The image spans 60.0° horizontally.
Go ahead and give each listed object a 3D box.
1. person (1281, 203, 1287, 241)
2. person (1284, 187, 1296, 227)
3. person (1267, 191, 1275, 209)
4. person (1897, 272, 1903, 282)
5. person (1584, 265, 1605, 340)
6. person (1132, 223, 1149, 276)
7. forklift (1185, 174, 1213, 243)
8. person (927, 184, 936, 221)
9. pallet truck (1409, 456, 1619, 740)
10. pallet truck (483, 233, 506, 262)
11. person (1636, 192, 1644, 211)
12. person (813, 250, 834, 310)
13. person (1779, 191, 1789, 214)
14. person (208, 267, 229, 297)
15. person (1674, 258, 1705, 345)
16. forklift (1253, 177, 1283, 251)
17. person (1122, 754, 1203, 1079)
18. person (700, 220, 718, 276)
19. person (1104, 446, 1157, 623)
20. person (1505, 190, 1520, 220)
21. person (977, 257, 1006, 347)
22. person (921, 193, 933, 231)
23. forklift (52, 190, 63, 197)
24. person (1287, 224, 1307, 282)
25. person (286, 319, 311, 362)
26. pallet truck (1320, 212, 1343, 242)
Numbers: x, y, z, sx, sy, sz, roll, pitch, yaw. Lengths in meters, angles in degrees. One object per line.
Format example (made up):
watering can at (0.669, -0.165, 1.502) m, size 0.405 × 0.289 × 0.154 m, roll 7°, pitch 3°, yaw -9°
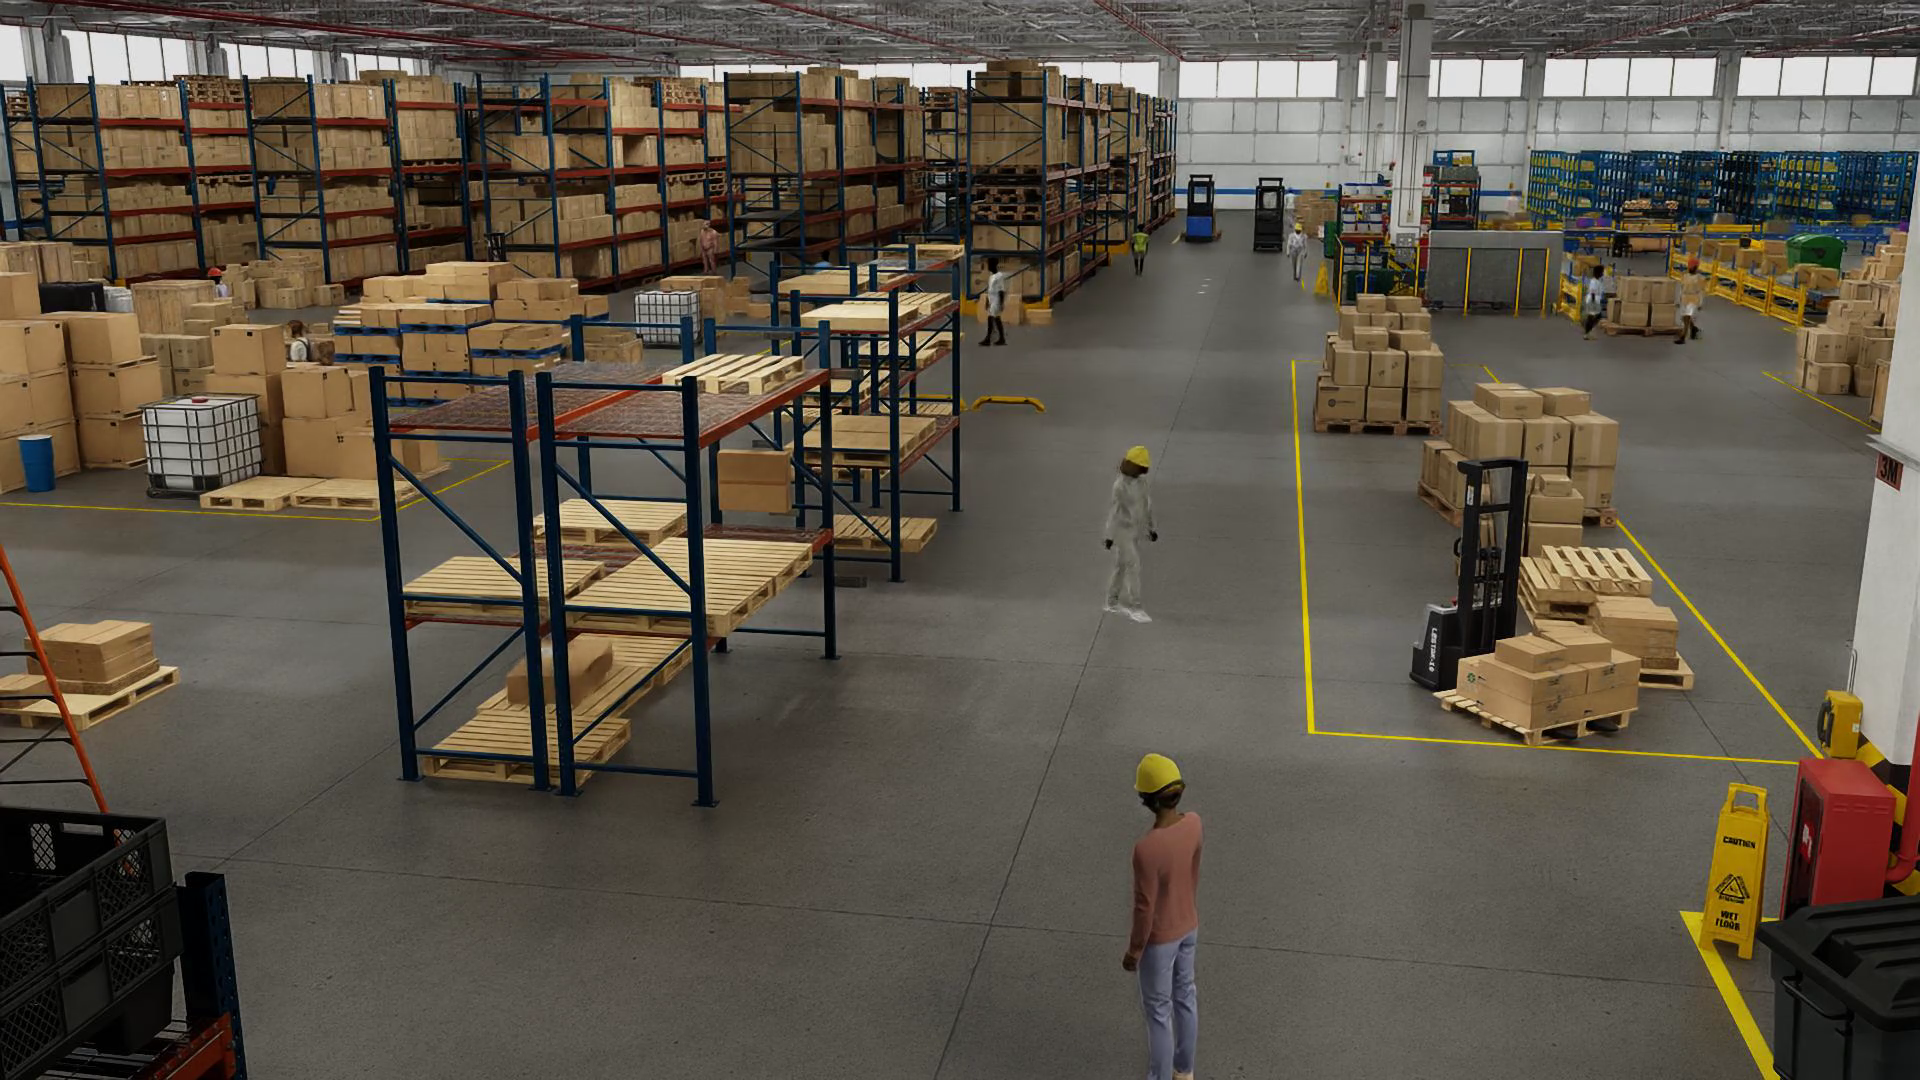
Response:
person at (13.637, -13.448, 70.408) m, size 0.467 × 1.610 × 0.566 m, roll 0°, pitch 14°, yaw 1°
person at (15.970, -16.148, 80.701) m, size 0.663 × 1.934 × 0.567 m, roll -5°, pitch 15°, yaw -19°
person at (16.261, -17.638, 87.230) m, size 0.845 × 1.703 × 0.503 m, roll 12°, pitch 18°, yaw 39°
person at (20.408, -5.083, 35.568) m, size 0.688 × 2.000 × 0.536 m, roll 2°, pitch 14°, yaw 8°
person at (14.210, -5.312, 37.228) m, size 0.367 × 1.682 × 0.563 m, roll 11°, pitch 18°, yaw 37°
person at (5.827, -9.381, 53.753) m, size 0.550 × 1.671 × 0.559 m, roll 1°, pitch 14°, yaw 4°
forklift at (10.039, -13.886, 69.581) m, size 1.129 × 2.768 × 1.873 m, roll 2°, pitch 14°, yaw 10°
person at (-1.539, -17.550, 86.462) m, size 0.409 × 1.909 × 0.642 m, roll -10°, pitch 17°, yaw -35°
pallet truck at (4.504, 0.400, 13.395) m, size 0.823 × 1.965 × 1.885 m, roll -6°, pitch 15°, yaw -23°
pallet truck at (-11.832, -7.026, 43.548) m, size 1.885 × 1.965 × 0.823 m, roll 8°, pitch 16°, yaw 28°
person at (33.361, -16.433, 81.745) m, size 0.377 × 1.995 × 0.608 m, roll 11°, pitch 17°, yaw 37°
person at (-3.428, -6.452, 41.886) m, size 0.532 × 1.672 × 0.704 m, roll 8°, pitch 16°, yaw 29°
person at (39.119, -15.697, 79.140) m, size 0.801 × 1.817 × 0.569 m, roll 5°, pitch 15°, yaw 18°
person at (-14.862, -4.495, 33.392) m, size 0.354 × 1.939 × 0.544 m, roll 0°, pitch 14°, yaw 2°
person at (16.085, -5.255, 36.539) m, size 0.719 × 1.908 × 0.576 m, roll -9°, pitch 16°, yaw -32°
forklift at (12.083, -12.747, 64.956) m, size 1.129 × 2.768 × 1.873 m, roll 3°, pitch 14°, yaw 10°
person at (0.954, 1.865, 7.945) m, size 0.327 × 1.760 × 0.523 m, roll 11°, pitch 18°, yaw 38°
person at (-7.800, -8.946, 51.528) m, size 0.643 × 1.908 × 0.399 m, roll 8°, pitch 16°, yaw 29°
person at (1.657, -0.065, 15.889) m, size 0.742 × 1.695 × 0.579 m, roll 11°, pitch 17°, yaw 37°
person at (25.894, -15.418, 77.867) m, size 0.652 × 1.887 × 0.709 m, roll 0°, pitch 14°, yaw -2°
person at (0.652, -5.136, 35.990) m, size 0.847 × 1.933 × 0.647 m, roll -4°, pitch 14°, yaw -15°
person at (-1.522, -15.181, 76.849) m, size 0.561 × 1.903 × 0.870 m, roll 1°, pitch 14°, yaw 5°
forklift at (-27.130, -9.303, 50.974) m, size 1.129 × 2.768 × 1.873 m, roll 3°, pitch 14°, yaw 10°
person at (10.512, -8.970, 51.877) m, size 0.614 × 1.791 × 0.942 m, roll 3°, pitch 14°, yaw 13°
person at (-9.967, -2.426, 25.212) m, size 0.522 × 1.837 × 0.520 m, roll 0°, pitch 14°, yaw 1°
pallet truck at (15.874, -13.227, 70.310) m, size 0.680 × 1.201 × 1.601 m, roll 10°, pitch 17°, yaw 35°
